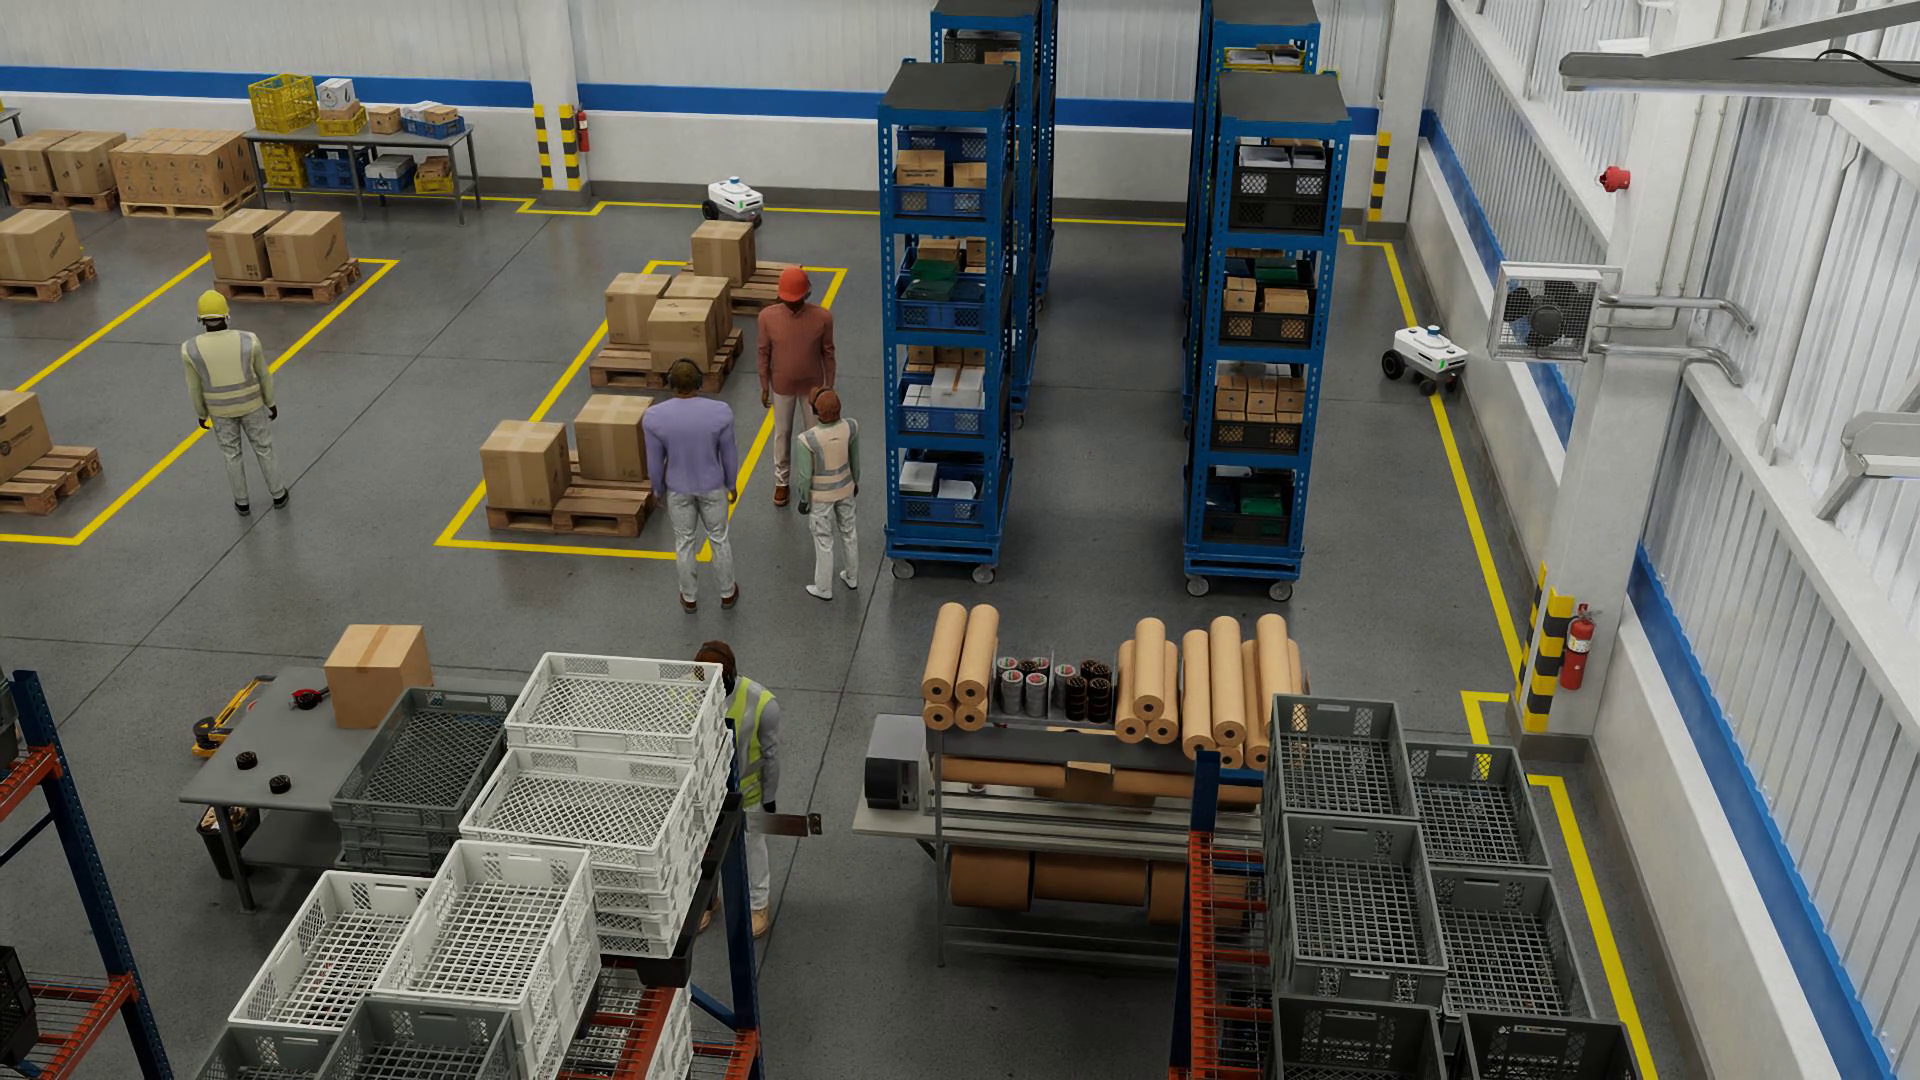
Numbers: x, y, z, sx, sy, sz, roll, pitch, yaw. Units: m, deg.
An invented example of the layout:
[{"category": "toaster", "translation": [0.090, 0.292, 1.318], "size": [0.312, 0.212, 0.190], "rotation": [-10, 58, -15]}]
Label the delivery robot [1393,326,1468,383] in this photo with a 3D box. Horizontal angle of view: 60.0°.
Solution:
[{"category": "delivery robot", "translation": [4.307, -1.722, 15.235], "size": [0.477, 0.478, 0.707], "rotation": [-15, 33, -23]}]

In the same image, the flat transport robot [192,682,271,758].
[{"category": "flat transport robot", "translation": [-4.089, 1.163, 10.648], "size": [1.431, 0.197, 0.652], "rotation": [3, 30, 6]}]

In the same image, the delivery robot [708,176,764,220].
[{"category": "delivery robot", "translation": [-2.557, -3.902, 18.978], "size": [0.477, 0.478, 0.707], "rotation": [-24, 38, -34]}]

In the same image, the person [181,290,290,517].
[{"category": "person", "translation": [-5.635, -1.063, 12.930], "size": [0.598, 1.830, 0.403], "rotation": [-12, 32, -20]}]

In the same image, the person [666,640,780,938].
[{"category": "person", "translation": [-1.255, 1.323, 8.827], "size": [0.626, 1.842, 0.429], "rotation": [4, 30, 8]}]

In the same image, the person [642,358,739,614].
[{"category": "person", "translation": [-1.857, -0.374, 11.643], "size": [0.628, 1.940, 0.378], "rotation": [-3, 30, -6]}]

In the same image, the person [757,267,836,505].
[{"category": "person", "translation": [-1.271, -1.207, 13.029], "size": [0.610, 1.985, 0.393], "rotation": [-3, 30, -5]}]

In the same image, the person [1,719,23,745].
[{"category": "person", "translation": [-6.211, 0.576, 10.247], "size": [0.542, 1.697, 0.316], "rotation": [17, 34, 26]}]

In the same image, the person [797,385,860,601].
[{"category": "person", "translation": [-0.927, -0.334, 11.866], "size": [0.523, 1.640, 0.306], "rotation": [-22, 37, -33]}]
